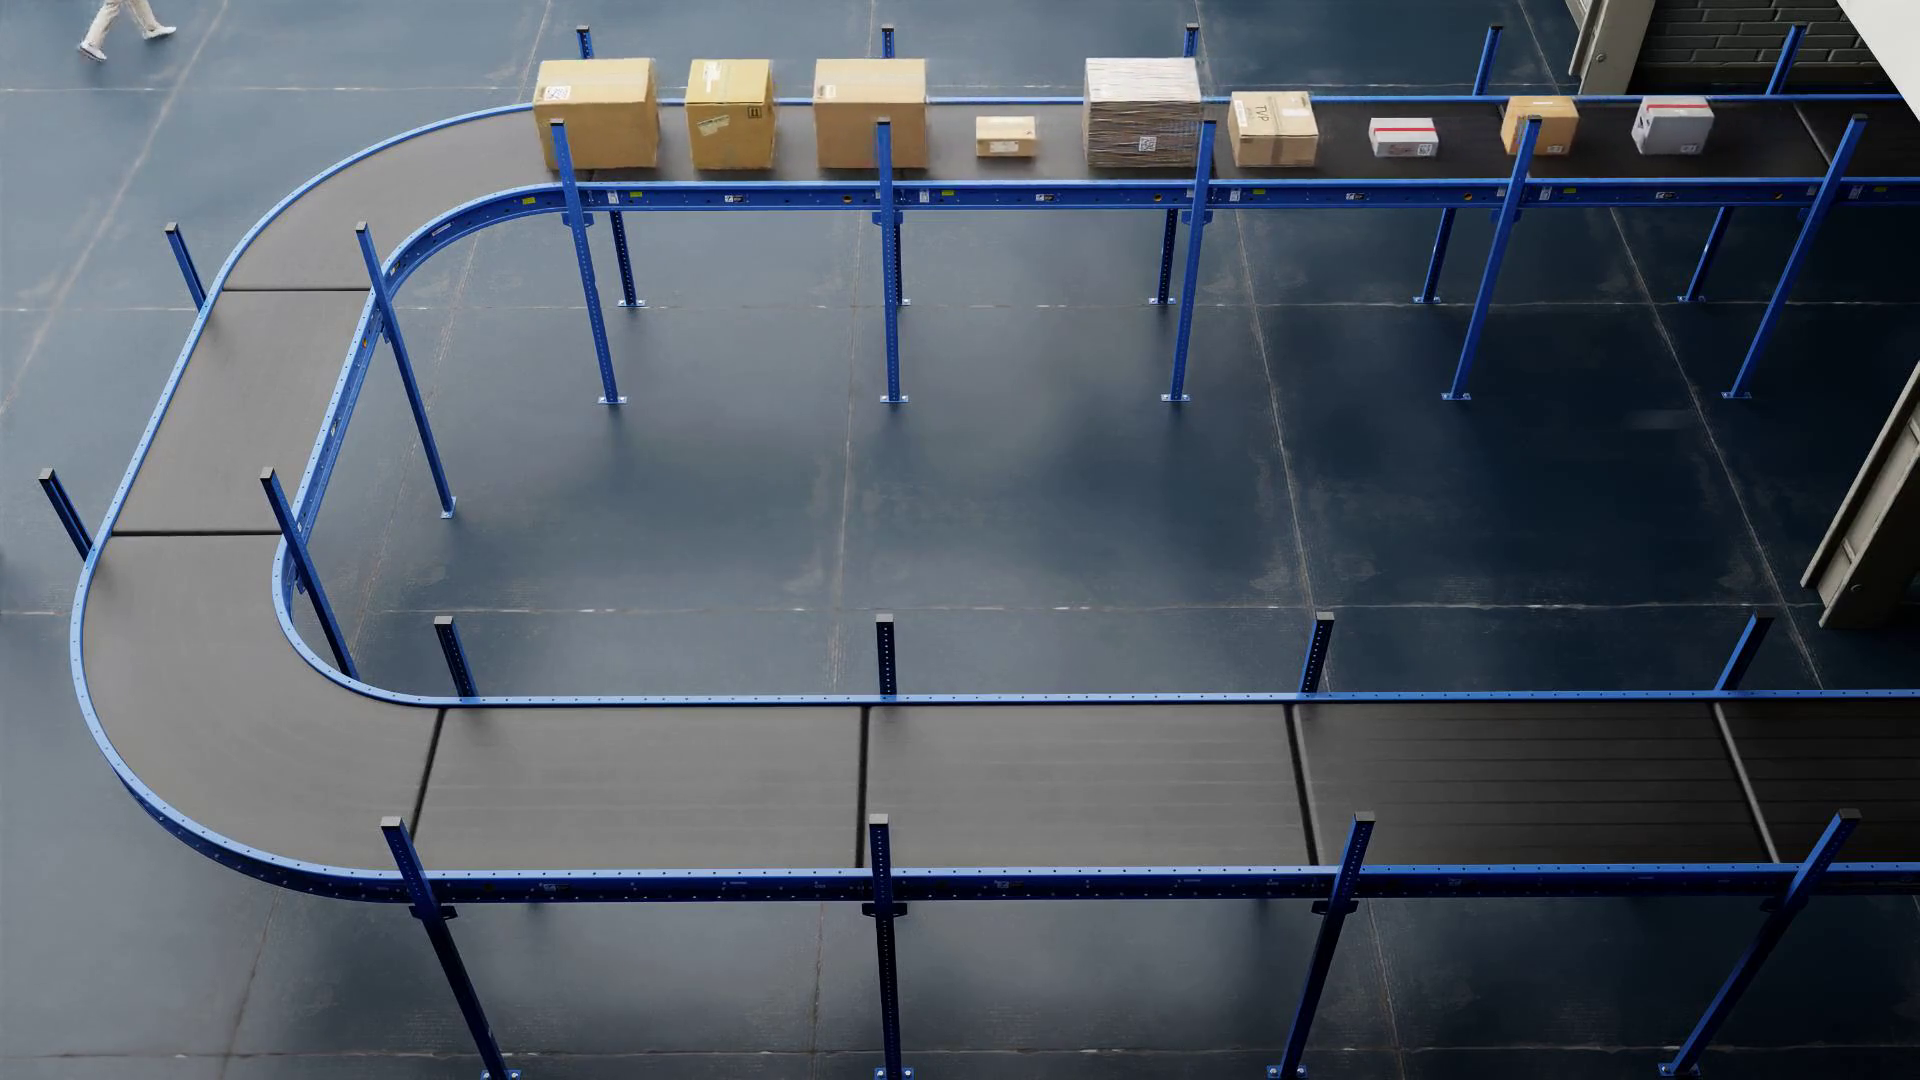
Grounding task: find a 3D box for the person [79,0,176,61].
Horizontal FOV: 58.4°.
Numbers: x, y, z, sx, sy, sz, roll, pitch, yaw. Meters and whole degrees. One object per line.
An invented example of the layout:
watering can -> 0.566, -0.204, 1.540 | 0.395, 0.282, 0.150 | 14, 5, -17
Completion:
person -> -7.405, -4.937, 14.785 | 0.776, 1.604, 0.503 | -25, 52, -22
